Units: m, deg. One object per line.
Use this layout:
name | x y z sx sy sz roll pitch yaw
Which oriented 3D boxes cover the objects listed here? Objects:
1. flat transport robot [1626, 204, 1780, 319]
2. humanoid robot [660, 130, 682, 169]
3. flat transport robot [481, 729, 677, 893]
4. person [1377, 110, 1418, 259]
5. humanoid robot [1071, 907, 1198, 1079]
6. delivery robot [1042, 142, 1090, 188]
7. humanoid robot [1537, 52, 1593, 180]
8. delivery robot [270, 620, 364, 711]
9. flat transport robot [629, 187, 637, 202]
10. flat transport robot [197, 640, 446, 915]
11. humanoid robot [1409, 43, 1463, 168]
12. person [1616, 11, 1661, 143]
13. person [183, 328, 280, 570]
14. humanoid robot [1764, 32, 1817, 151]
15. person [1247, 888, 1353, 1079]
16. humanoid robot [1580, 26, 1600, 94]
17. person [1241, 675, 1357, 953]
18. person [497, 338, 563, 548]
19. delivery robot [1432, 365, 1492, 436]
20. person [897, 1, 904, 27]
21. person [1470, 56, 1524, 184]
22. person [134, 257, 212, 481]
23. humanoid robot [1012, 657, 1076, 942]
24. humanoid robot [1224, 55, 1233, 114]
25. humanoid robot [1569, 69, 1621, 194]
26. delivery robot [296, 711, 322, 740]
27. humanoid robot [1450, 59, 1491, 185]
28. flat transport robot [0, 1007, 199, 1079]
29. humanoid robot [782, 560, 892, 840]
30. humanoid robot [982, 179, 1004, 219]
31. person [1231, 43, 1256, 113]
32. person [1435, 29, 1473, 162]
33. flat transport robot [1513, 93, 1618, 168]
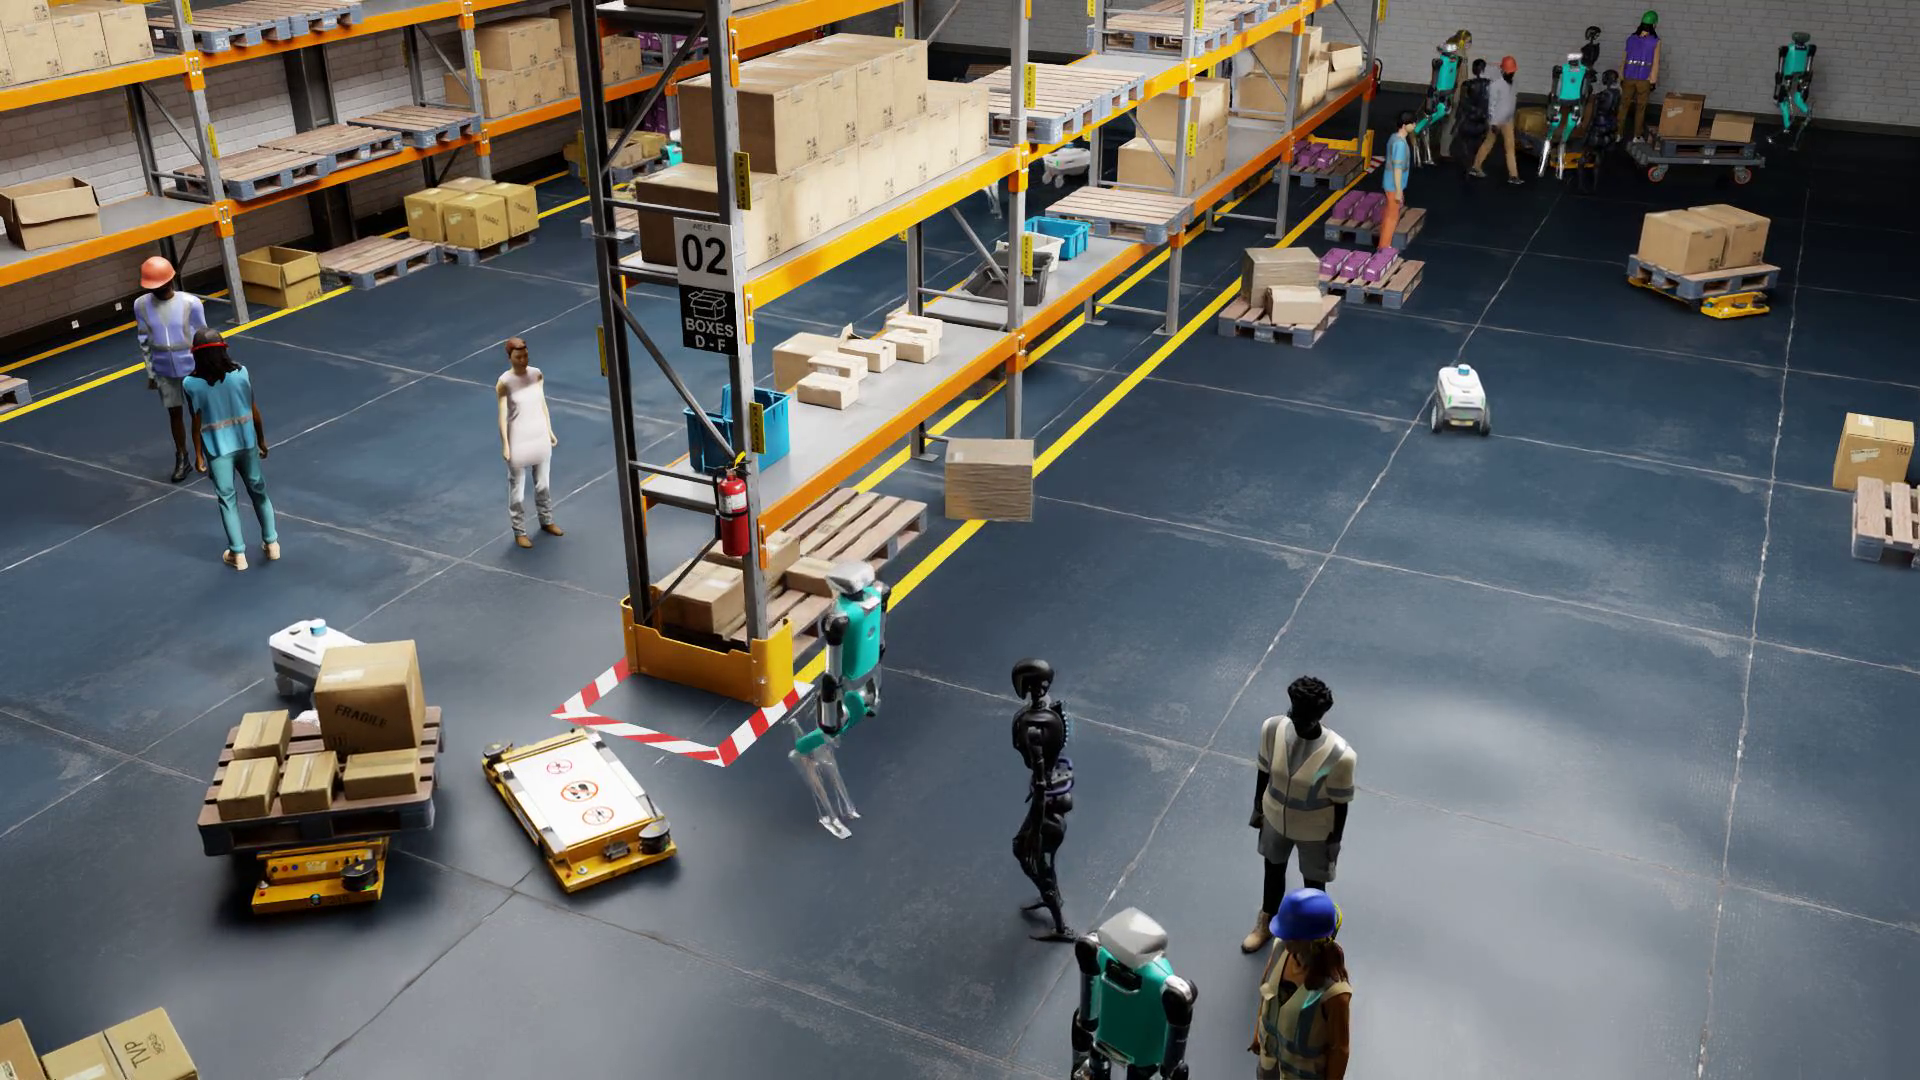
flat transport robot | 8.142 -2.759 18.352 0.659 0.231 1.431 -10 28 -19
humanoid robot | -3.005 -3.838 18.921 0.545 1.749 1.037 8 27 16
flat transport robot | -2.248 1.519 9.709 0.659 0.231 1.431 -16 30 -29
person | 5.120 -4.156 19.498 0.336 1.758 0.503 4 27 8
humanoid robot | 0.528 2.301 6.478 0.539 1.794 0.662 23 34 38
delivery robot | 1.533 -5.176 22.933 0.791 0.614 0.499 -17 31 -31
humanoid robot | 8.322 -5.868 22.963 0.537 1.785 0.644 3 26 6
delivery robot | -4.130 0.803 10.830 0.795 0.592 0.499 16 30 28
flat transport robot | -3.852 -4.296 21.457 0.659 0.231 1.431 -8 27 -16
flat transport robot | -3.598 1.601 9.544 0.659 0.231 1.431 -5 27 -10
humanoid robot | 6.652 -6.162 23.559 0.541 1.775 0.692 -16 31 -29
person | 10.137 -6.903 24.848 0.545 1.929 0.417 20 33 35
person | -5.408 -0.674 12.341 0.532 1.866 0.387 -20 33 -35
humanoid robot | 12.164 -6.451 24.183 0.549 1.737 1.042 -2 26 -3
person | 1.350 2.140 6.753 0.321 1.776 0.481 -14 29 -26
humanoid robot | 9.451 -6.945 25.251 0.614 1.640 0.616 5 27 9
person | 1.692 1.412 8.324 0.535 1.691 0.318 21 33 36
person | -3.313 -0.761 12.744 0.269 1.659 0.461 23 35 38
delivery robot | 4.528 -1.275 15.044 0.499 0.606 0.794 4 27 7
person | -0.931 -9.486 30.181 0.360 1.829 0.514 20 33 35
person | 7.450 -5.784 22.847 0.573 1.698 0.862 -14 29 -25
person | -6.463 -1.413 13.765 0.542 1.928 0.370 -5 27 -10
humanoid robot | 0.439 1.345 8.484 0.390 1.642 0.612 3 26 6
humanoid robot | 3.943 -6.744 24.834 0.617 1.631 0.600 7 27 13
humanoid robot | 8.506 -5.440 22.168 0.600 1.648 0.398 -18 31 -32
delivery robot | -3.606 1.246 9.957 0.814 0.611 0.499 1 26 3
humanoid robot | 7.014 -5.751 22.814 0.585 1.639 0.565 -11 28 -21
flat transport robot | -3.529 2.883 6.955 1.431 0.231 0.659 -20 32 -34
humanoid robot | -0.746 0.908 9.337 0.689 1.825 0.531 15 30 28
humanoid robot | 0.491 -4.971 21.209 0.811 1.802 0.538 -16 30 -29
person | 4.101 -6.374 23.850 0.660 1.863 0.965 16 30 29
person | 7.091 -6.357 23.828 0.449 1.857 0.590 15 30 27
flat transport robot | 8.684 -5.655 24.201 0.659 0.231 1.431 -5 27 -9
